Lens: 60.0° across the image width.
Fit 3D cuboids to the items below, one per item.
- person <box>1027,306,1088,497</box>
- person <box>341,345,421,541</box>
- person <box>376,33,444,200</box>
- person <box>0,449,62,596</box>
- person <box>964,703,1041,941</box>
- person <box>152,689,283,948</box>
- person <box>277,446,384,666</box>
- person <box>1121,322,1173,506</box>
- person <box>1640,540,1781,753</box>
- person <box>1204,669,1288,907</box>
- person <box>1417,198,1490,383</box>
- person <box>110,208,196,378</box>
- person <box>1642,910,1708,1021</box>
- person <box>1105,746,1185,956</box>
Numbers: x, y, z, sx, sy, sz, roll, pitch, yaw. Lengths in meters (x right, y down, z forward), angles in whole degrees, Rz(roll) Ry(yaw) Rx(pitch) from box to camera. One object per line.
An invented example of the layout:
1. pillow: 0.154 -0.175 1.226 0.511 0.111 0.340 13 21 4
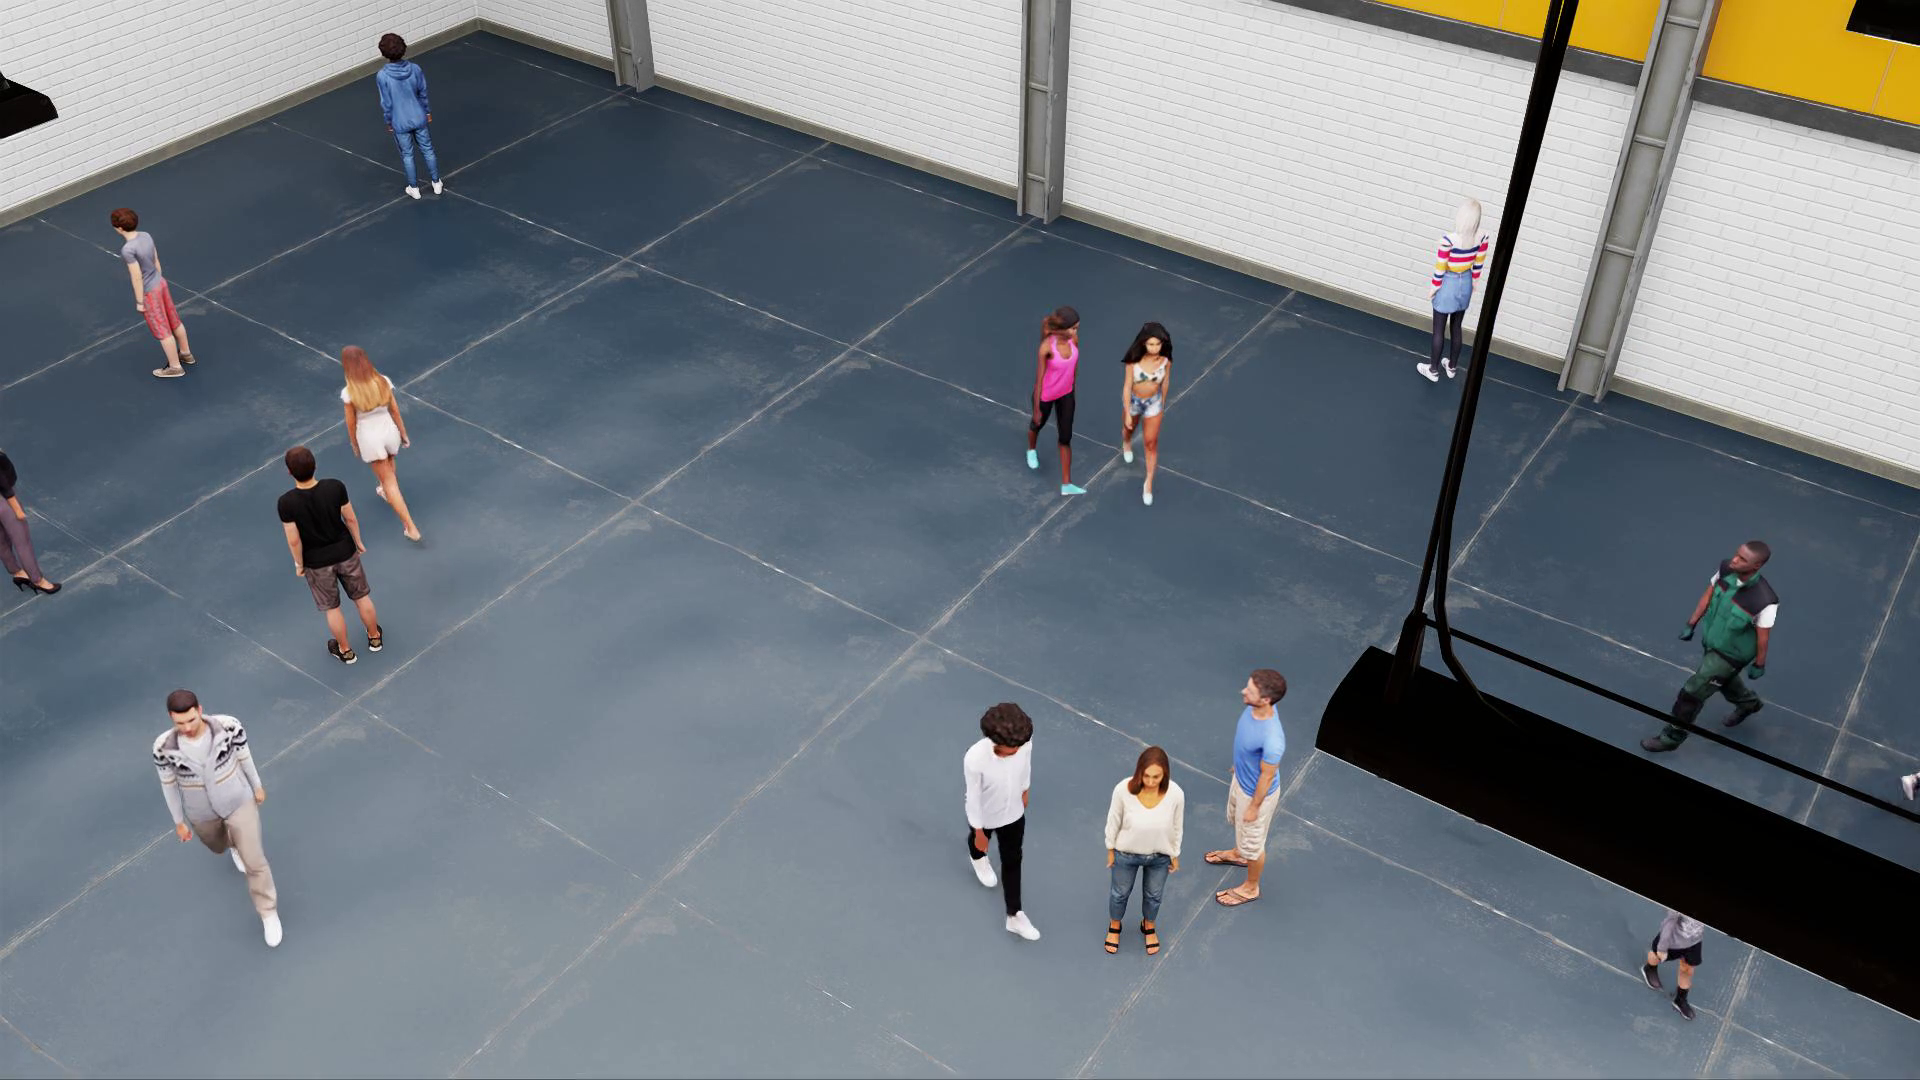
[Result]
1. person: 0.740 -1.228 13.866 0.997 1.663 1.191 -14 41 -17
2. person: -4.604 -0.737 13.266 0.790 1.644 1.197 -27 46 -30
3. person: -5.956 -4.574 17.939 0.759 1.810 0.729 -19 43 -23
4. person: -7.318 -0.270 12.659 0.481 1.672 0.661 20 43 23
5. person: 0.168 1.586 10.265 0.995 1.759 1.186 -18 42 -21
6. person: -4.570 1.563 10.232 1.113 1.836 1.285 -14 41 -16
7. person: -4.565 0.113 12.028 0.752 1.861 0.720 -24 44 -27
8. person: 1.497 -1.143 13.823 1.029 1.585 1.001 -1 39 -1
9. person: 5.294 0.725 11.315 1.256 1.796 1.219 -7 39 -8
10. person: 1.824 1.496 10.295 0.780 1.863 0.741 -3 39 -3
11. person: 4.474 -2.269 15.053 0.715 1.808 0.747 -10 40 -12
12. person: -7.375 -2.268 15.178 0.668 1.650 0.670 5 39 6
13. person: 4.274 2.304 9.903 0.704 1.090 0.763 -6 39 -8
14. person: 1.100 1.854 9.992 0.653 1.683 0.760 2 39 3
